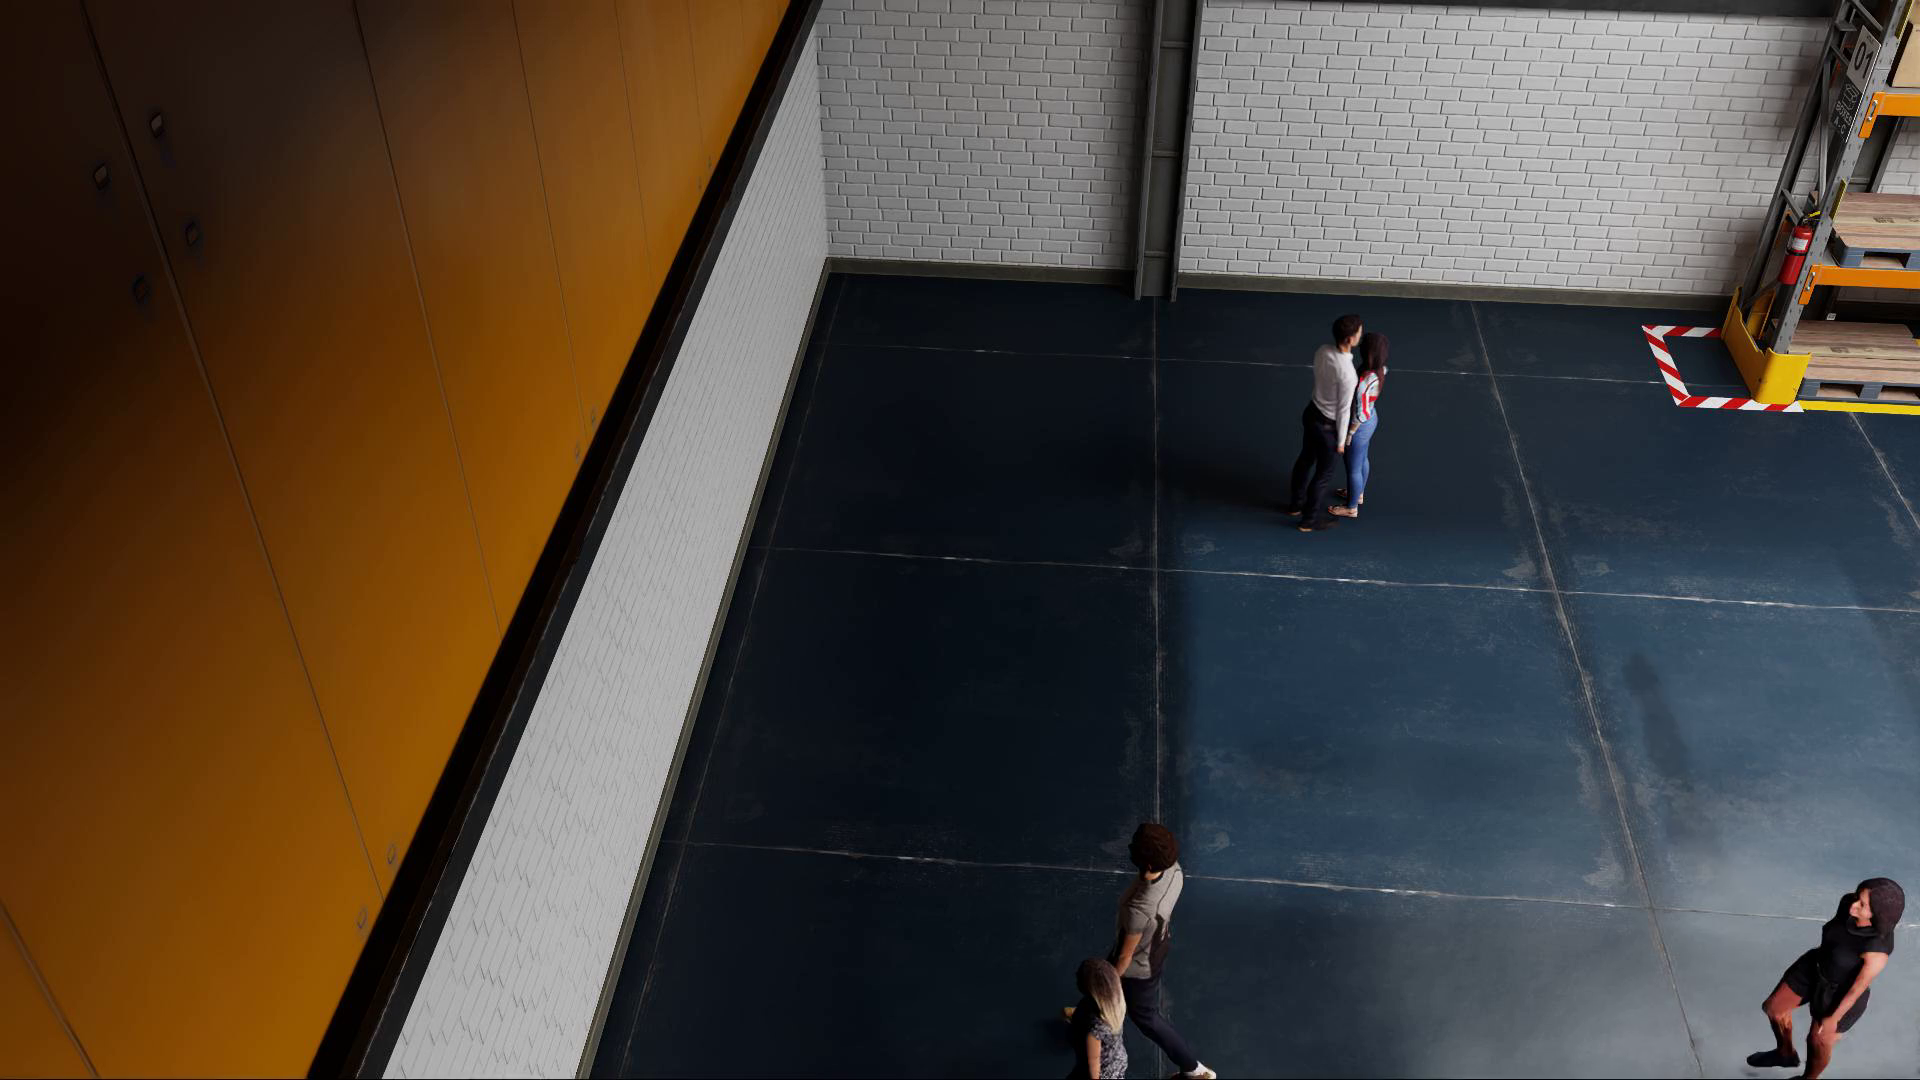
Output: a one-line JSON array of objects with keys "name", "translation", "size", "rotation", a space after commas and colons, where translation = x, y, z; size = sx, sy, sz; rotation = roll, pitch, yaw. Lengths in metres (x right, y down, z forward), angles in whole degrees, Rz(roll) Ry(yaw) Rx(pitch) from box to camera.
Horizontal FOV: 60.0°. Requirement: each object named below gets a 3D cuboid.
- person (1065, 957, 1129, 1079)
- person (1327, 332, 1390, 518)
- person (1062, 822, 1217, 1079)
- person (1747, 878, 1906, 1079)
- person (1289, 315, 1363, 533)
[{"name": "person", "translation": [0.764, 2.704, 8.279], "size": [1.131, 1.656, 0.844], "rotation": [17, 42, 20]}, {"name": "person", "translation": [3.088, -0.894, 12.820], "size": [0.628, 1.612, 0.659], "rotation": [17, 42, 20]}, {"name": "person", "translation": [1.020, 2.214, 8.725], "size": [1.272, 1.865, 0.959], "rotation": [18, 42, 21]}, {"name": "person", "translation": [4.623, 2.349, 8.669], "size": [0.636, 1.724, 0.626], "rotation": [0, 39, 0]}, {"name": "person", "translation": [2.758, -0.892, 12.619], "size": [0.710, 1.859, 0.697], "rotation": [-13, 40, -16]}]
